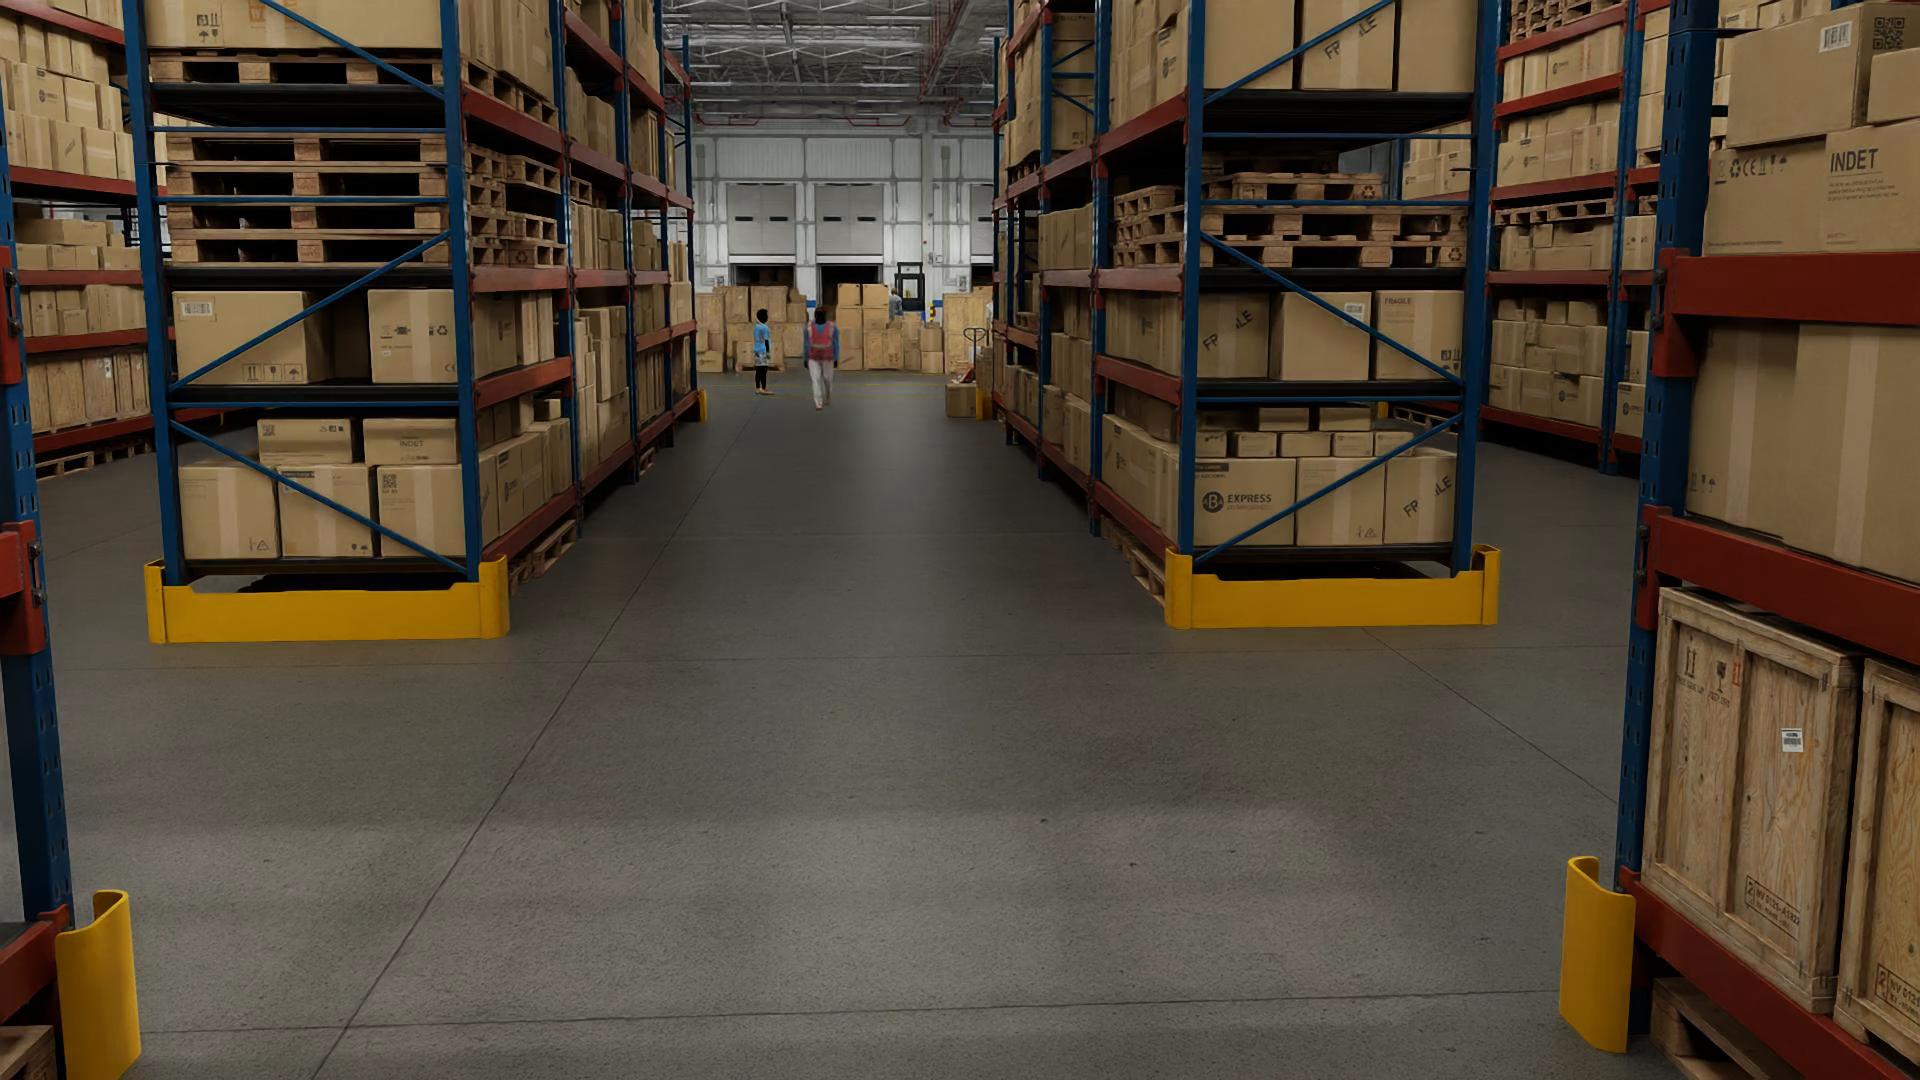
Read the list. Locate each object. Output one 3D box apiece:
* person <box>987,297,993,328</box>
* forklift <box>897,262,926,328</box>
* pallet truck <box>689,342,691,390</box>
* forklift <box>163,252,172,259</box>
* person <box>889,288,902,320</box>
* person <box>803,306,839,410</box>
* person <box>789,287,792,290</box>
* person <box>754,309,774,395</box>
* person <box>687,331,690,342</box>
[{"bbox_3d":[0.949,-5.532,43.562,0.625,1.930,0.380,0,9,1],"label":"person"},{"bbox_3d":[-1.780,-8.547,59.499,1.129,2.768,1.873,-1,9,-4],"label":"forklift"},{"bbox_3d":[-5.225,-3.008,27.480,1.885,1.965,0.823,2,9,14],"label":"pallet truck"},{"bbox_3d":[-15.858,-4.404,33.481,1.129,2.768,1.873,-1,9,-4],"label":"forklift"},{"bbox_3d":[-2.304,-7.827,57.968,0.636,1.930,0.371,4,10,22],"label":"person"},{"bbox_3d":[-2.445,-3.191,29.171,0.630,1.828,0.516,-1,9,-4],"label":"person"},{"bbox_3d":[-6.761,-9.111,66.172,0.970,1.881,0.594,-5,10,-27],"label":"person"},{"bbox_3d":[-3.881,-3.700,32.767,0.317,1.696,0.538,-5,11,-31],"label":"person"},{"bbox_3d":[-5.464,-3.882,32.979,0.396,1.992,0.622,-1,9,-8],"label":"person"}]
